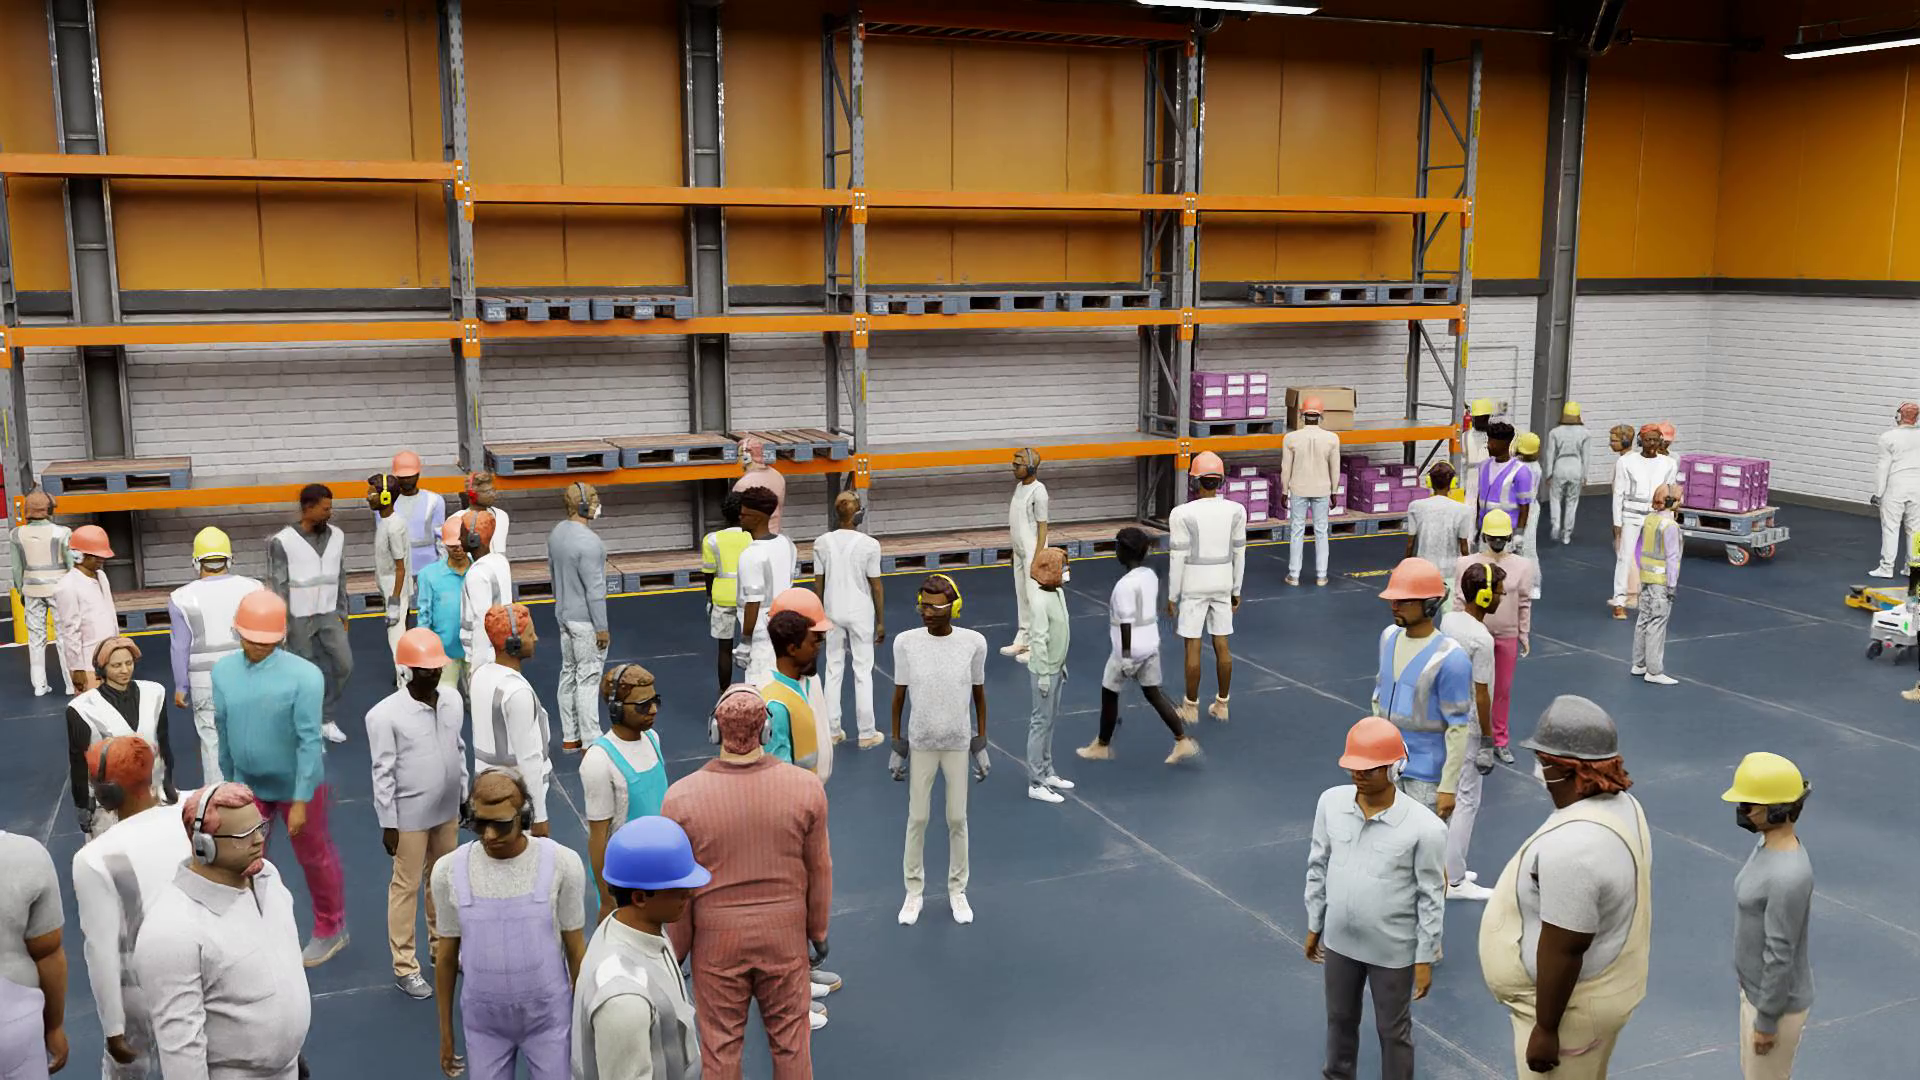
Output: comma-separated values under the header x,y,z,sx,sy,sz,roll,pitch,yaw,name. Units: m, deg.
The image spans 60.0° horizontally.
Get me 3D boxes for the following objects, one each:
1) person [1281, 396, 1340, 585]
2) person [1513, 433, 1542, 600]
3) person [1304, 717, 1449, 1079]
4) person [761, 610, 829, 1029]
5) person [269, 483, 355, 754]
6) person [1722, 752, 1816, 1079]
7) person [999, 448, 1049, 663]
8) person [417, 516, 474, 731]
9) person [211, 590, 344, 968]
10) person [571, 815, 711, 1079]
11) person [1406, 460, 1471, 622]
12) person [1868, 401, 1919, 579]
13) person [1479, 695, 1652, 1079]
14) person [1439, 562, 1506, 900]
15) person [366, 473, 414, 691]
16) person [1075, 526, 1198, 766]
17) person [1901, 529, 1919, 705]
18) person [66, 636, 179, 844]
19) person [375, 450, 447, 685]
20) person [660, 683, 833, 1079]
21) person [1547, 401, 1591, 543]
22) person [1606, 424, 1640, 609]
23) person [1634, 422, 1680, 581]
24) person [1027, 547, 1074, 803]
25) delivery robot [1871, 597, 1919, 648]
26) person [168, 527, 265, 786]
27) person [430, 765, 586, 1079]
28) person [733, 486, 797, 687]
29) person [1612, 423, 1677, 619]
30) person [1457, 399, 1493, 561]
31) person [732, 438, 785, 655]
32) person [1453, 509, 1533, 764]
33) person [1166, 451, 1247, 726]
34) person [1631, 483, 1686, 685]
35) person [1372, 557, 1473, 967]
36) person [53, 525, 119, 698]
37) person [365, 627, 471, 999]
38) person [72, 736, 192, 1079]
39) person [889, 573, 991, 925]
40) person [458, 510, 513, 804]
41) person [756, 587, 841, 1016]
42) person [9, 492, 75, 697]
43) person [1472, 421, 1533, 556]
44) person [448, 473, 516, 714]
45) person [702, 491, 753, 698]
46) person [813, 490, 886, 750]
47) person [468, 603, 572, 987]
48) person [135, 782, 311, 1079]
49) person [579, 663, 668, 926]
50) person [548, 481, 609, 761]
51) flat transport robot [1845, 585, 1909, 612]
x,y,z,sx,sy,sz,roll,pitch,yaw,name
3.675,-0.510,17.485,0.613,1.994,0.382,1,10,4,person
5.728,-0.259,16.916,0.330,1.699,0.623,0,10,1,person
1.573,1.531,6.420,0.572,1.750,0.329,9,13,42,person
-0.795,1.249,7.579,0.375,1.914,0.598,0,10,-1,person
-4.555,0.552,11.640,0.442,1.906,0.663,7,12,33,person
2.854,1.614,5.936,0.345,1.758,0.531,4,10,20,person
0.572,0.124,14.260,0.346,1.846,0.507,-4,11,-23,person
-3.350,0.704,11.182,0.559,1.752,0.325,-4,11,-23,person
-3.294,1.191,7.863,0.628,1.927,0.984,2,10,9,person
-0.904,1.723,4.784,0.413,1.942,0.606,-2,10,-9,person
3.801,0.292,13.266,0.510,1.860,0.318,4,11,22,person
10.089,-0.529,17.845,0.643,1.910,0.399,0,10,-2,person
2.050,1.515,5.686,0.536,2.000,0.688,7,12,35,person
2.751,1.031,9.014,0.337,1.858,0.524,-2,10,-10,person
-4.250,0.431,12.418,0.329,1.873,0.516,-4,11,-23,person
1.226,0.727,11.296,0.837,1.661,0.537,6,11,30,person
7.610,0.444,12.893,0.546,1.678,0.356,0,10,-1,person
-4.129,1.273,8.233,0.311,1.638,0.521,6,12,32,person
-4.419,0.230,13.431,0.545,1.928,0.401,-2,10,-11,person
-0.801,1.478,6.281,0.639,1.911,0.406,-2,10,-13,person
7.291,-0.807,19.969,0.484,1.729,0.398,3,10,18,person
6.553,-0.237,16.391,0.375,1.825,0.536,6,11,29,person
7.288,-0.370,17.383,0.564,1.747,0.339,-4,10,-20,person
0.580,0.850,10.689,0.286,1.633,0.499,3,10,17,person
8.203,0.712,14.316,0.707,0.478,0.477,-5,11,-28,delivery robot
-4.542,0.827,10.241,0.589,1.834,0.403,-8,13,-38,person
-1.503,1.635,5.605,0.517,1.835,0.361,-1,10,-4,person
-1.311,0.609,11.118,0.368,1.967,0.600,4,11,21,person
6.510,-0.172,15.859,0.572,1.883,0.355,1,10,4,person
5.871,-0.647,18.609,0.600,1.887,0.971,9,13,42,person
-1.789,0.057,14.484,0.407,1.905,0.639,5,11,25,person
3.642,0.661,11.395,0.533,1.767,0.312,1,10,4,person
1.807,0.361,12.327,0.607,2.044,0.378,-3,10,-18,person
5.703,0.348,13.564,0.311,1.638,0.523,0,10,0,person
2.197,1.091,8.115,0.389,2.045,0.606,-4,11,-23,person
-5.648,0.762,10.873,0.341,1.740,0.575,-1,10,-5,person
-2.530,1.271,7.913,0.327,1.753,0.563,5,11,28,person
-2.911,1.570,5.964,1.028,1.818,0.588,6,12,33,person
-0.106,1.085,8.668,0.533,1.864,0.309,0,10,-2,person
-3.008,0.742,10.595,0.361,1.883,0.575,0,10,1,person
-0.750,1.194,7.662,0.386,1.992,0.625,2,10,10,person
-7.167,0.431,13.084,0.514,1.640,0.307,-1,10,-3,person
4.953,-0.112,15.280,0.373,1.963,0.607,-5,11,-26,person
-3.651,0.399,12.673,0.380,1.844,0.570,6,11,30,person
-1.691,0.470,12.690,0.530,1.697,0.321,0,10,-1,person
-0.772,0.565,11.718,0.514,1.845,0.338,3,10,16,person
-2.087,1.224,7.817,0.356,1.883,0.572,-8,13,-38,person
-2.218,1.672,5.167,0.408,1.909,0.642,1,10,4,person
-1.348,1.408,6.863,0.338,1.845,0.514,3,10,16,person
-2.605,0.557,11.498,0.372,1.940,0.627,-8,13,-39,person
9.152,0.649,15.768,0.652,0.197,1.431,-1,10,-6,flat transport robot
